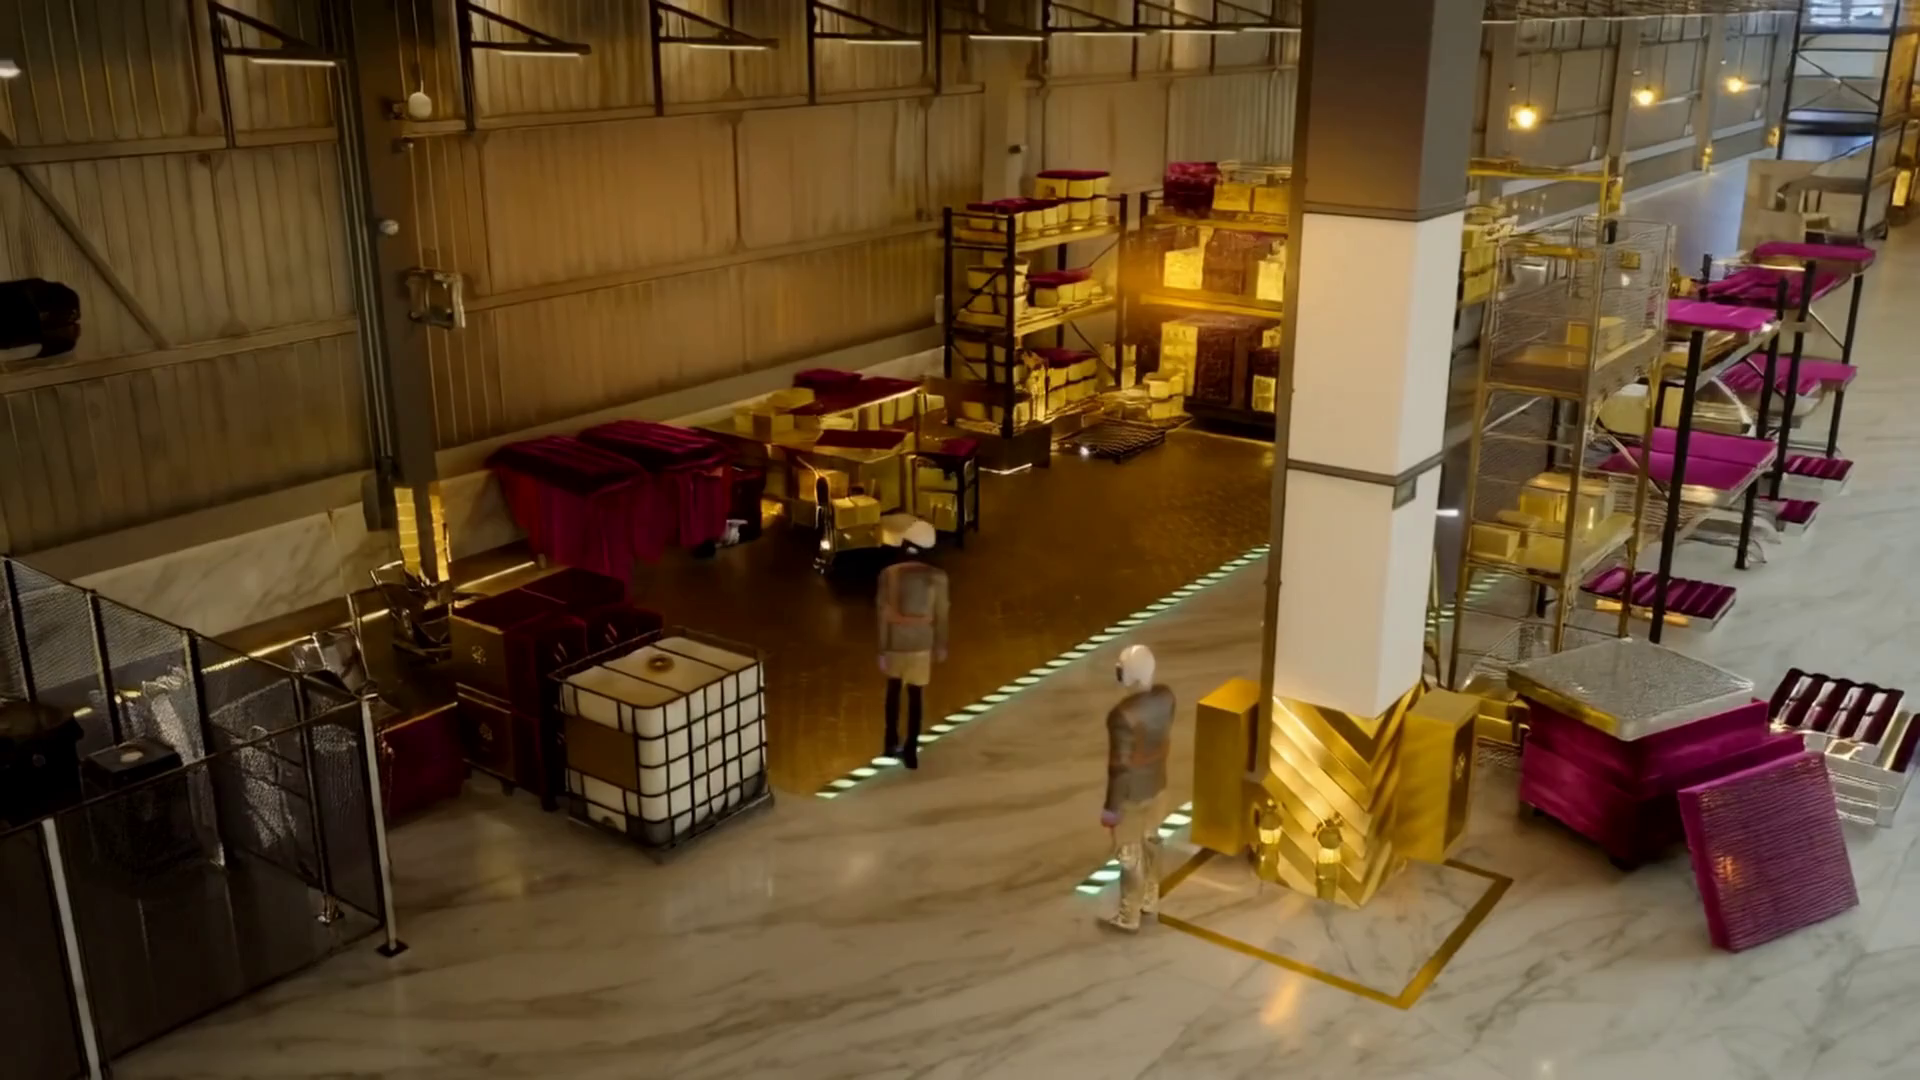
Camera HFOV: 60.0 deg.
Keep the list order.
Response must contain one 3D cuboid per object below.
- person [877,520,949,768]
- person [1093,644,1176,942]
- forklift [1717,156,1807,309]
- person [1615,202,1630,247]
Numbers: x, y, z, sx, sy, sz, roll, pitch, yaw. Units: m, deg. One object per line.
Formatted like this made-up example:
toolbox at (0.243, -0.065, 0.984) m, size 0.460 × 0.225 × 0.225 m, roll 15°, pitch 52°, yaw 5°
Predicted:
person at (-0.355, 0.793, 12.759) m, size 0.554 × 1.889 × 0.570 m, roll -2°, pitch 18°, yaw -5°
person at (1.081, 1.558, 10.340) m, size 0.370 × 1.939 × 0.631 m, roll 13°, pitch 22°, yaw 34°
forklift at (15.205, -5.782, 31.317) m, size 1.129 × 2.768 × 1.873 m, roll 13°, pitch 22°, yaw 34°
person at (12.624, -5.520, 32.008) m, size 0.370 × 1.939 × 0.631 m, roll 13°, pitch 22°, yaw 34°
